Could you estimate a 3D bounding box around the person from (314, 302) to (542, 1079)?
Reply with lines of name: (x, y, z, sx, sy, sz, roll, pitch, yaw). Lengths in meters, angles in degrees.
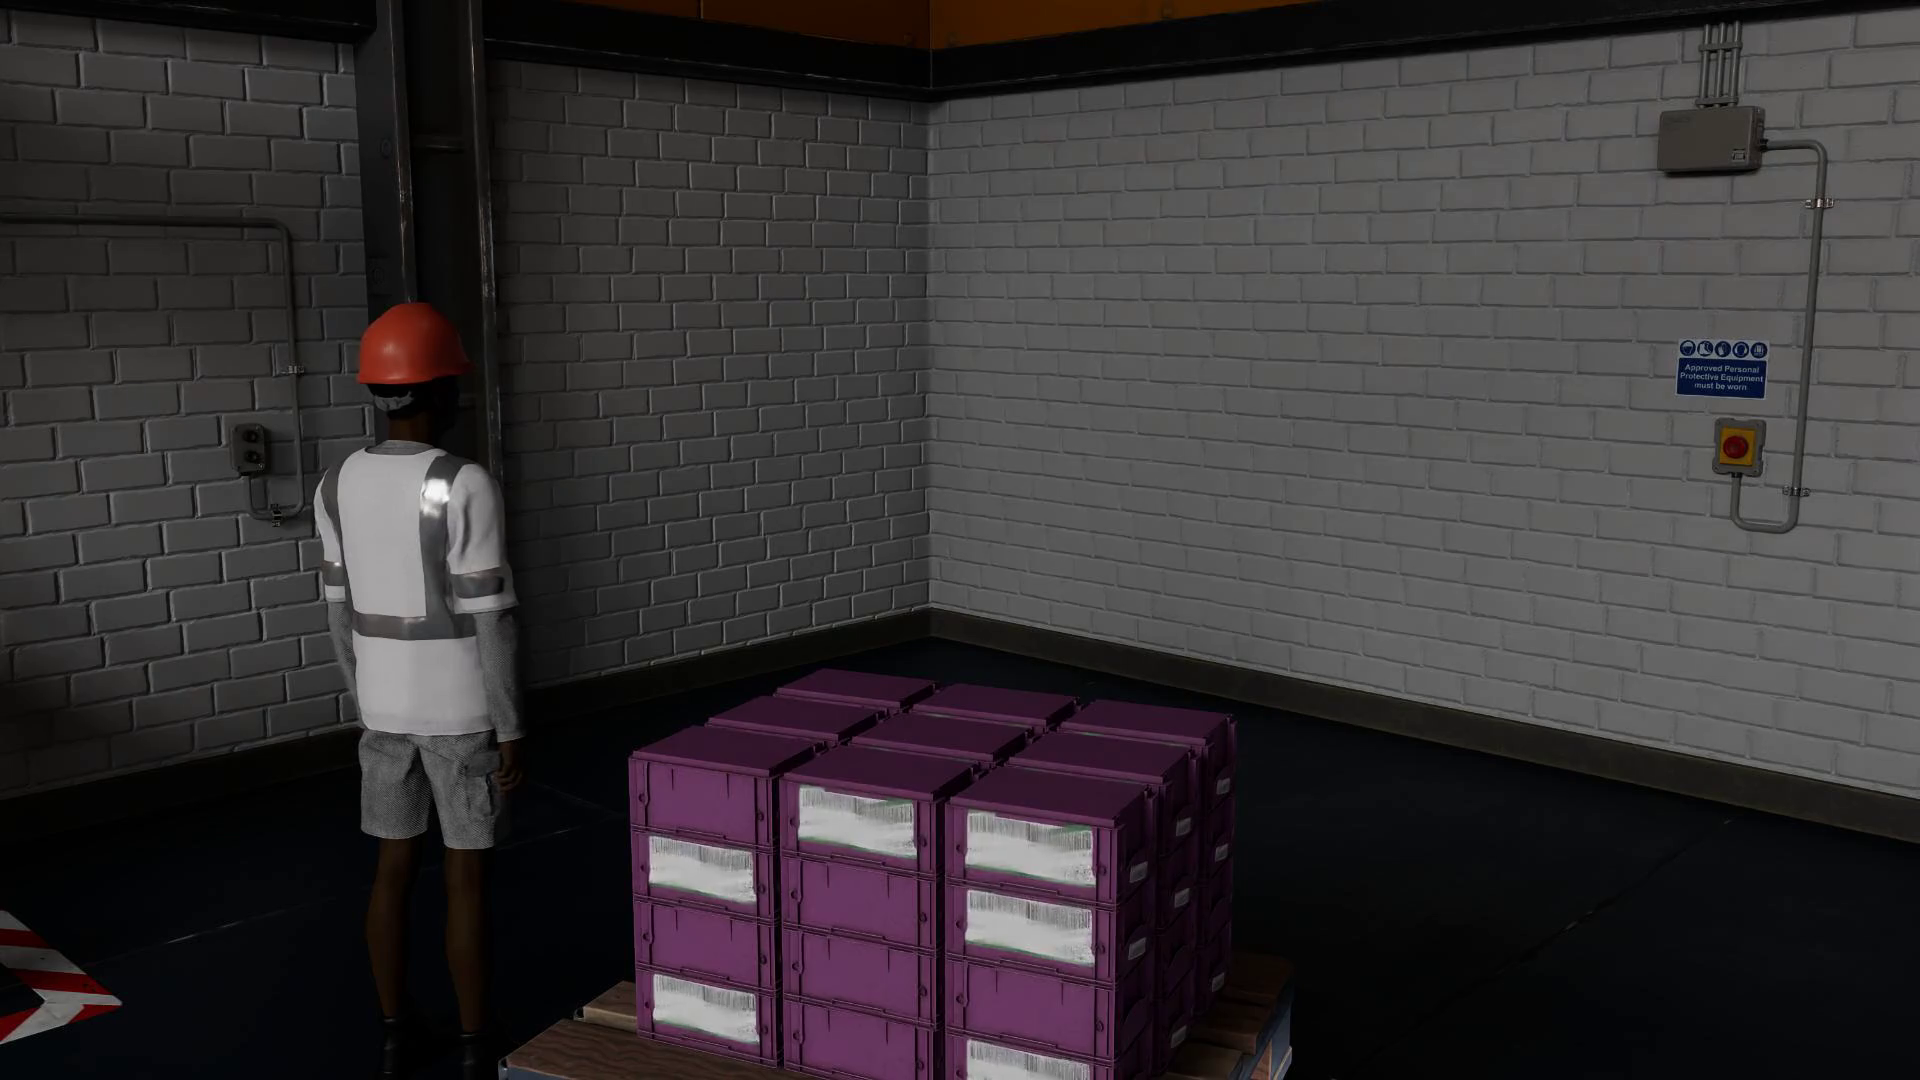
person: (-1.281, 0.400, 4.064, 0.545, 1.943, 0.347, 4, 10, 23)
